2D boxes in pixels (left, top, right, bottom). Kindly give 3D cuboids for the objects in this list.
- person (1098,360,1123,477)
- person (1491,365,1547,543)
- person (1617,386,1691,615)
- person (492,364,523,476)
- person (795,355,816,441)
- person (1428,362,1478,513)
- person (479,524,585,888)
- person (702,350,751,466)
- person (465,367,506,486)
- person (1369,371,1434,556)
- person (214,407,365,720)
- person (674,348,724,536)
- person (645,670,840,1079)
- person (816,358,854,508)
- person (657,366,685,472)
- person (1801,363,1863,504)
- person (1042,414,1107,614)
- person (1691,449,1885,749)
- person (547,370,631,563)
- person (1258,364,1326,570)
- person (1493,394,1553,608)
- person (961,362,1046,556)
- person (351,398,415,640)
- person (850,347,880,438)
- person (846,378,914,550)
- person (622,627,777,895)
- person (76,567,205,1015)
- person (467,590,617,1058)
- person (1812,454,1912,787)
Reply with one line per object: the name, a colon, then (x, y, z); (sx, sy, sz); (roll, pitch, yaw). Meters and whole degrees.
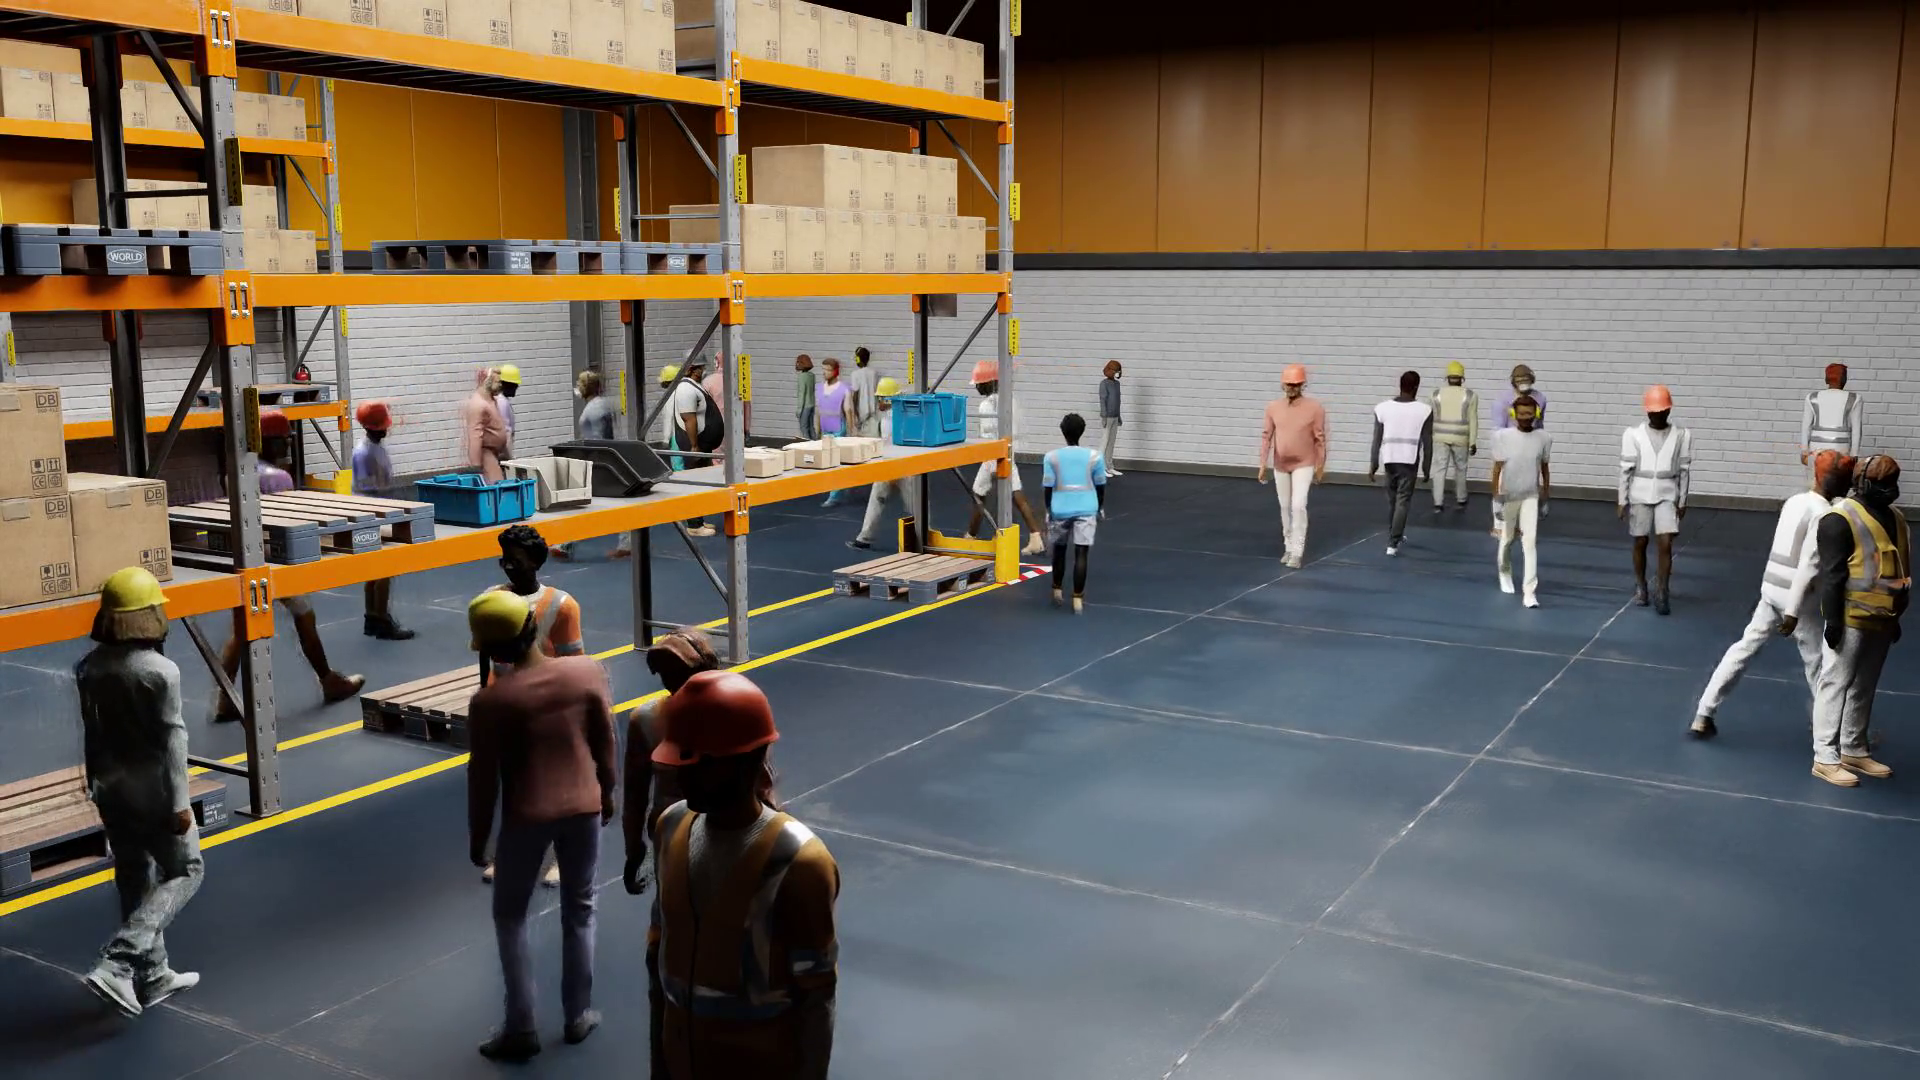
person: (2.118, -1.703, 23.318); (0.279, 1.633, 0.498); (6, 11, 32)
person: (5.856, -0.901, 17.489); (0.647, 1.890, 0.793); (-1, 9, -9)
person: (5.818, -0.334, 13.962); (0.562, 1.894, 0.837); (4, 10, 21)
person: (-5.006, -0.963, 17.969); (0.945, 1.883, 0.583); (-1, 9, -8)
person: (-2.316, -1.959, 24.979); (0.389, 1.629, 0.524); (3, 10, 17)
person: (5.889, -1.229, 19.889); (0.614, 1.789, 0.852); (4, 10, 26)
person: (-2.000, 0.764, 7.717); (0.530, 1.697, 0.321); (2, 9, 15)
person: (-2.887, -1.382, 20.475); (0.652, 1.904, 0.403); (-5, 10, -29)
person: (-4.839, -0.848, 17.191); (0.492, 1.879, 0.673); (-1, 9, -9)
person: (4.496, -0.783, 16.913); (0.608, 1.862, 1.012); (5, 10, 27)
person: (-4.421, 0.135, 10.753); (0.626, 1.987, 1.036); (7, 11, 36)
person: (-2.830, -1.070, 18.102); (0.538, 2.000, 0.684); (-1, 9, -7)
person: (-0.541, 1.253, 3.925); (0.545, 1.938, 0.360); (6, 11, 33)
person: (-1.493, -1.319, 20.300); (0.598, 1.828, 0.599); (-9, 13, -44)
person: (-3.466, -1.254, 20.212); (0.371, 1.735, 0.565); (1, 9, 4)
person: (9.346, -0.952, 17.858); (0.575, 1.882, 0.360); (6, 11, 35)
person: (0.969, -0.243, 14.136); (0.548, 1.656, 0.853); (1, 9, 4)
person: (4.957, 0.353, 9.971); (1.078, 1.820, 0.642); (0, 9, 1)
person: (-3.686, -0.718, 16.370); (1.004, 1.890, 0.641); (-1, 9, -6)
person: (3.179, -0.708, 16.058); (0.614, 1.961, 0.857); (6, 11, 31)
person: (4.867, -0.370, 14.457); (0.508, 1.825, 0.972); (2, 9, 12)
person: (0.391, -0.806, 16.698); (1.096, 1.974, 0.626); (6, 11, 32)
person: (-4.532, -0.161, 12.927); (0.392, 1.891, 0.568); (-2, 9, -13)
person: (-1.323, -1.780, 23.246); (0.517, 1.821, 0.997); (-6, 11, -33)
person: (-0.700, -0.758, 16.971); (0.898, 1.792, 0.596); (4, 10, 26)
person: (-0.905, 1.107, 5.819); (0.548, 1.624, 0.368); (1, 9, 9)
person: (-3.150, 0.968, 6.318); (0.502, 1.728, 0.477); (3, 10, 21)
person: (-1.507, 1.028, 6.042); (0.591, 1.723, 0.349); (-6, 11, -31)
person: (5.053, 0.440, 9.296); (0.621, 1.845, 0.429); (-5, 10, -29)
